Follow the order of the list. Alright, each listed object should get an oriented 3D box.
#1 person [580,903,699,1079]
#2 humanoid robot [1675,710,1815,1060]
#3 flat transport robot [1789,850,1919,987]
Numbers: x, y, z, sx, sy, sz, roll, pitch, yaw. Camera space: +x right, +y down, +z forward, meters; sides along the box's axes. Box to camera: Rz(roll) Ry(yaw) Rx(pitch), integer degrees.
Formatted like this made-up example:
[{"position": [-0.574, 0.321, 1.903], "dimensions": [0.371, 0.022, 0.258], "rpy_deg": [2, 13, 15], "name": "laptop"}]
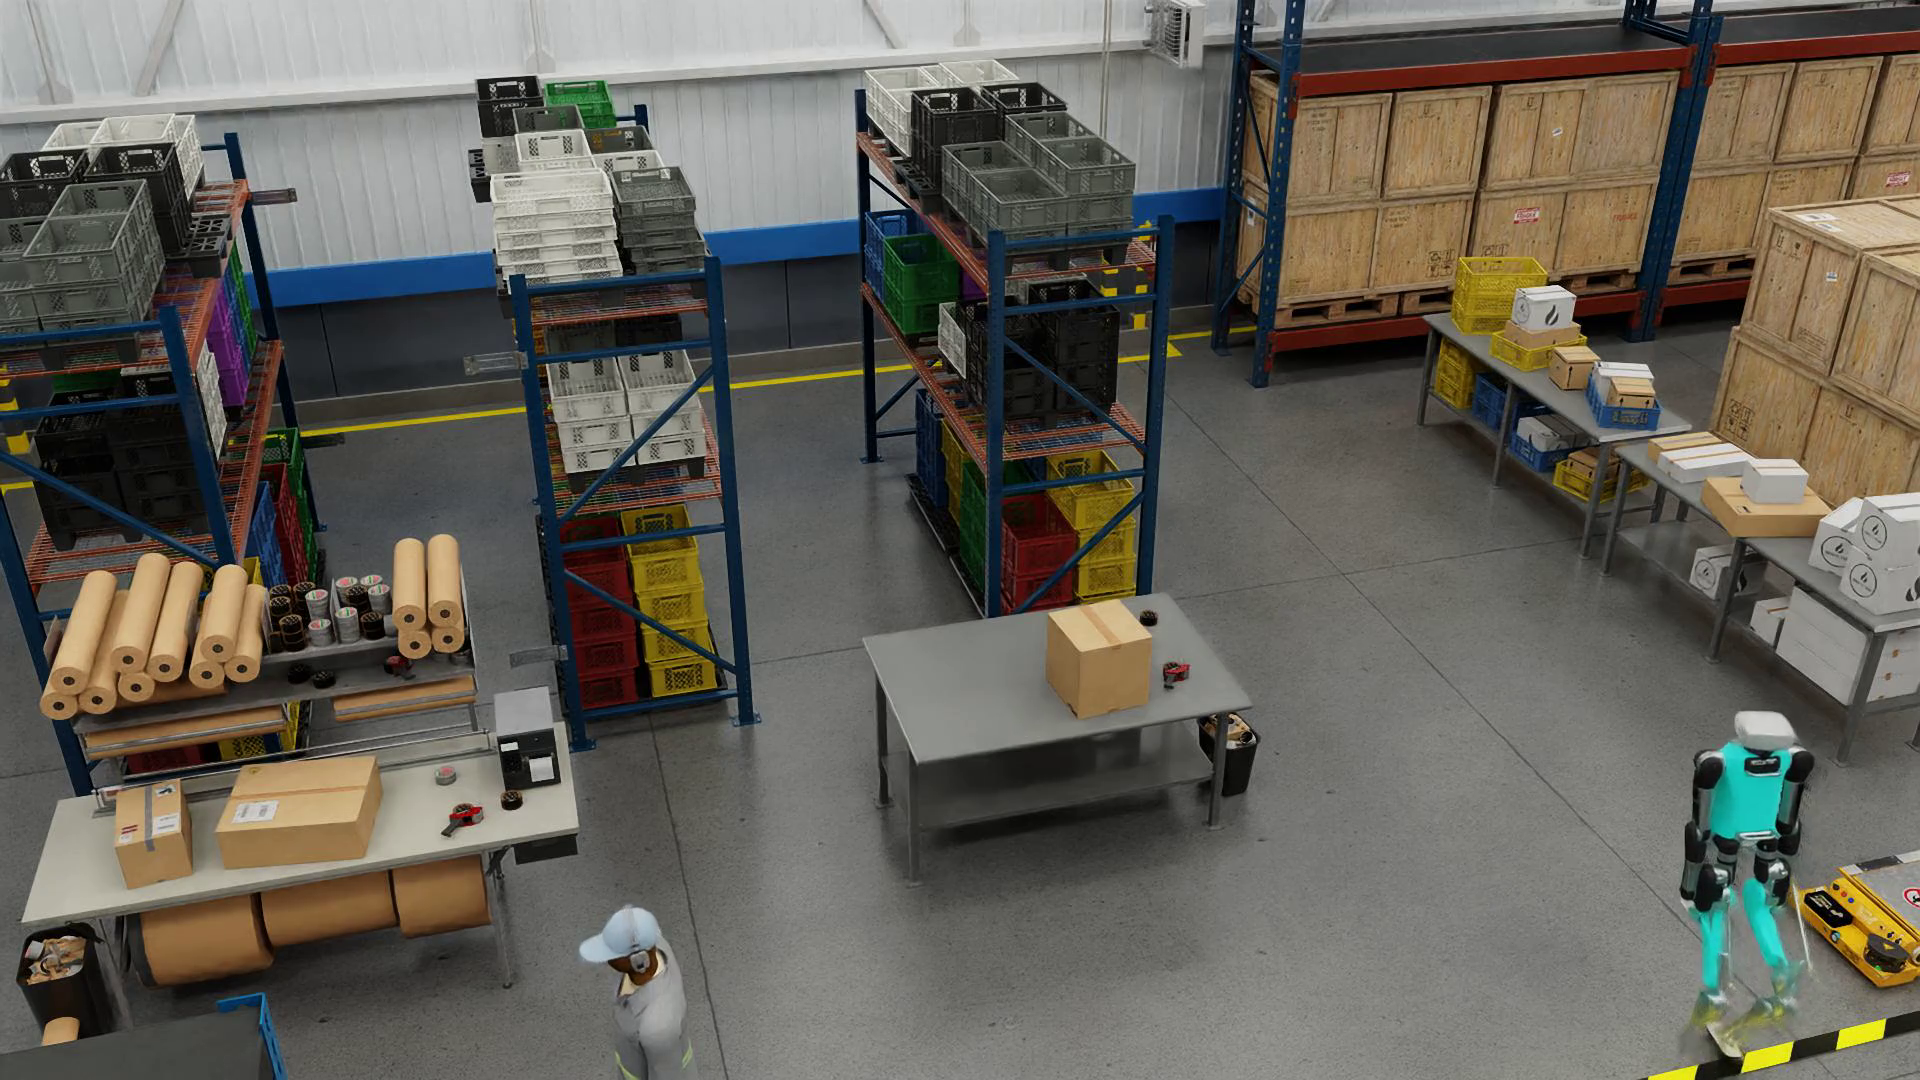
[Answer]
[{"position": [-1.224, 2.168, 6.573], "dimensions": [0.378, 1.852, 0.589], "rpy_deg": [-9, 30, -15], "name": "person"}, {"position": [3.602, 1.723, 7.580], "dimensions": [0.539, 1.845, 0.766], "rpy_deg": [-2, 29, -4], "name": "humanoid robot"}, {"position": [5.163, 1.916, 8.676], "dimensions": [1.431, 0.231, 0.659], "rpy_deg": [-8, 30, -14], "name": "flat transport robot"}]
